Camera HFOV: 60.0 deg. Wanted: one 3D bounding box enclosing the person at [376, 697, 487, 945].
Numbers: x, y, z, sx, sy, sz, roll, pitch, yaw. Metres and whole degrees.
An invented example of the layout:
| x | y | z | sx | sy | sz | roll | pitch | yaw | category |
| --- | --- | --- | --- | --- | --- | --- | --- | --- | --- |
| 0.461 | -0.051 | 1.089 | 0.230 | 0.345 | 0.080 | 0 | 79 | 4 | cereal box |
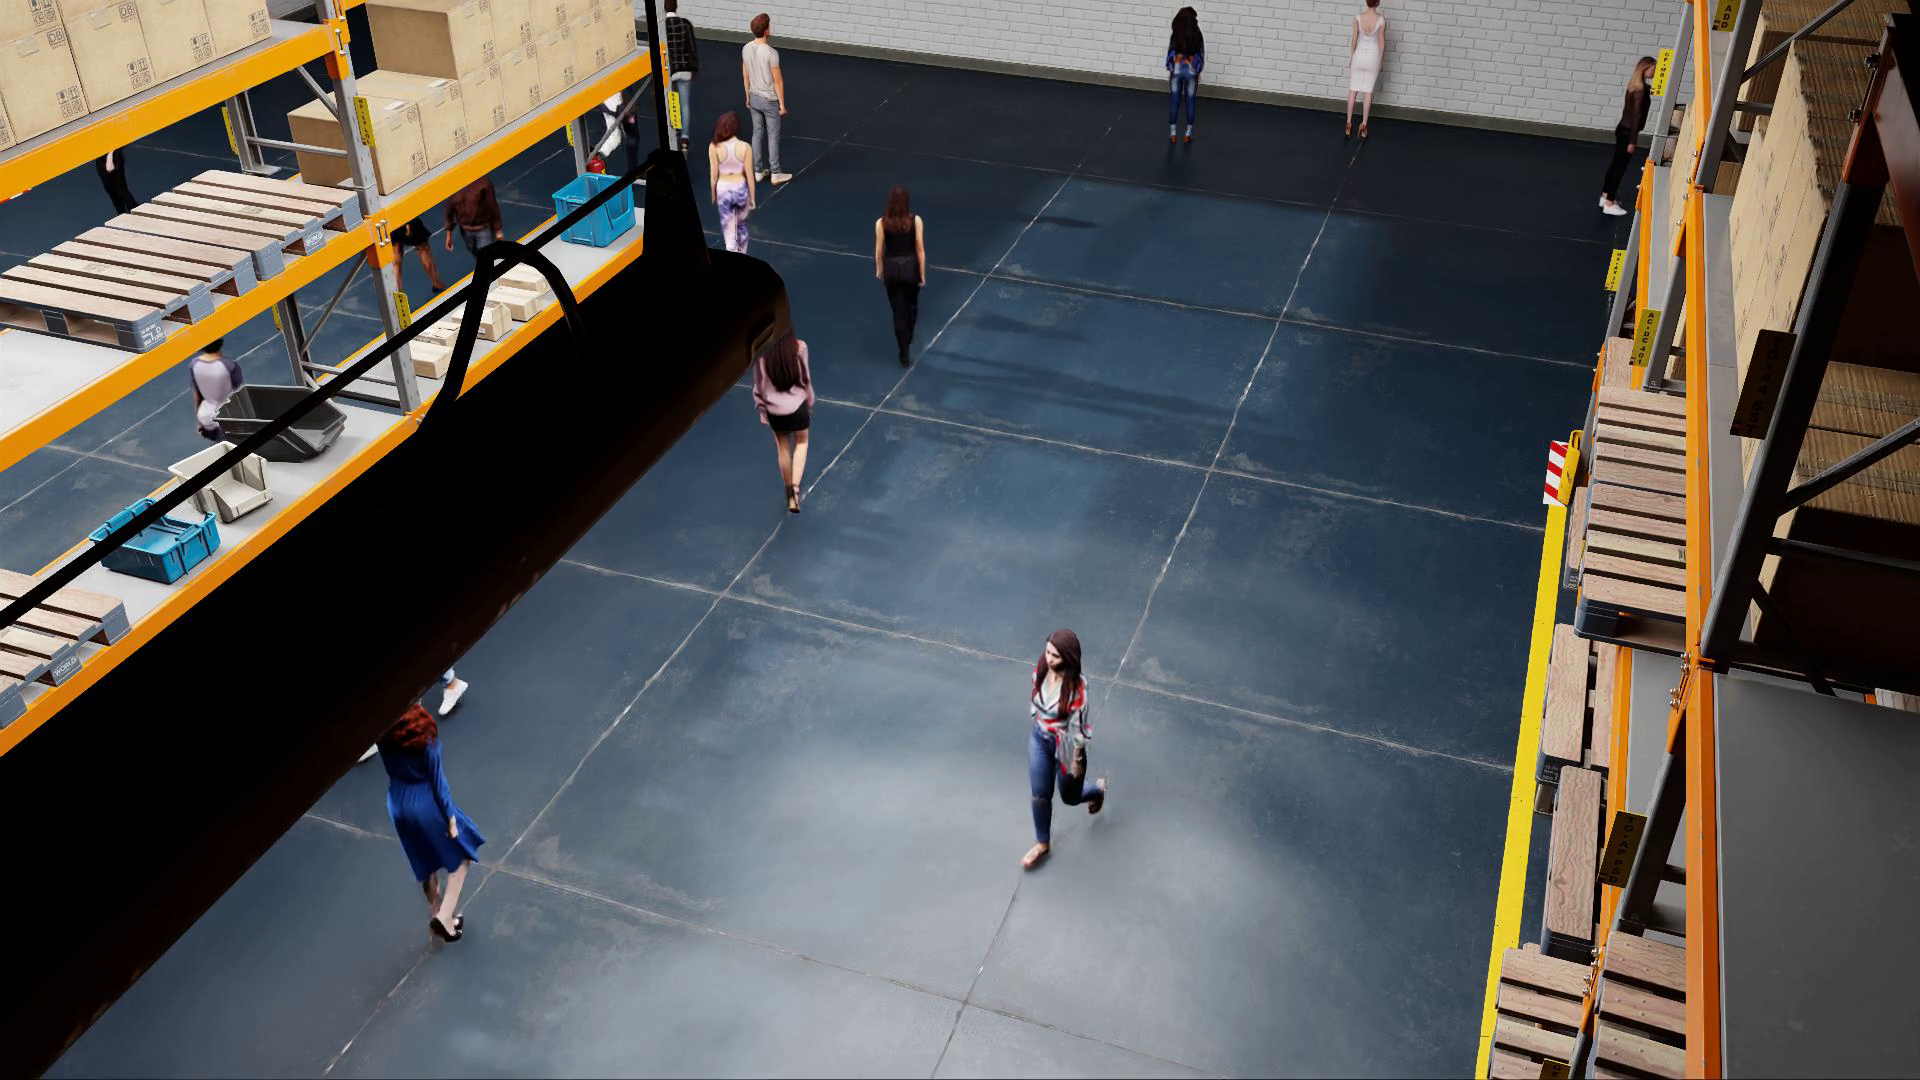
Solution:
| x | y | z | sx | sy | sz | roll | pitch | yaw | category |
| --- | --- | --- | --- | --- | --- | --- | --- | --- | --- |
| -2.951 | 1.542 | 8.974 | 0.616 | 1.816 | 0.685 | 13 | 36 | 18 | person |

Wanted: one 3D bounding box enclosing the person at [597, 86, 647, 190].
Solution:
| x | y | z | sx | sy | sz | roll | pitch | yaw | category |
| --- | --- | --- | --- | --- | --- | --- | --- | --- | --- |
| -3.842 | -4.734 | 18.364 | 0.860 | 1.874 | 1.122 | 22 | 39 | 29 | person |

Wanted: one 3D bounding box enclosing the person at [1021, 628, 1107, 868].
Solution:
| x | y | z | sx | sy | sz | roll | pitch | yaw | category |
| --- | --- | --- | --- | --- | --- | --- | --- | --- | --- |
| 0.631 | 1.177 | 9.721 | 0.810 | 1.598 | 1.019 | 27 | 42 | 35 | person |

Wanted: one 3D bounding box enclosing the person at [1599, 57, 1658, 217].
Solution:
| x | y | z | sx | sy | sz | roll | pitch | yaw | category |
| --- | --- | --- | --- | --- | --- | --- | --- | --- | --- |
| 7.222 | -4.385 | 17.994 | 0.687 | 1.702 | 0.483 | 6 | 34 | 9 | person |

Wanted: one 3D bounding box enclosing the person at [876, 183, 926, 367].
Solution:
| x | y | z | sx | sy | sz | roll | pitch | yaw | category |
| --- | --- | --- | --- | --- | --- | --- | --- | --- | --- |
| -0.519 | -2.352 | 14.965 | 0.811 | 1.669 | 0.959 | -4 | 34 | -6 | person |

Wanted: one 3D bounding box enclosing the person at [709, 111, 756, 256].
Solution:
| x | y | z | sx | sy | sz | roll | pitch | yaw | category |
| --- | --- | --- | --- | --- | --- | --- | --- | --- | --- |
| -2.225 | -3.307 | 16.346 | 1.027 | 1.733 | 1.199 | -10 | 35 | -14 | person |

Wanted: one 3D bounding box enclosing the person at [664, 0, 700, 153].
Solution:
| x | y | z | sx | sy | sz | roll | pitch | yaw | category |
| --- | --- | --- | --- | --- | --- | --- | --- | --- | --- |
| -3.313 | -5.424 | 19.490 | 1.055 | 1.777 | 1.320 | -4 | 34 | -6 | person |

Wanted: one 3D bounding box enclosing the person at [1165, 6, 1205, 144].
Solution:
| x | y | z | sx | sy | sz | roll | pitch | yaw | category |
| --- | --- | --- | --- | --- | --- | --- | --- | --- | --- |
| 2.674 | -5.551 | 19.828 | 0.613 | 1.615 | 0.561 | 8 | 35 | 12 | person |

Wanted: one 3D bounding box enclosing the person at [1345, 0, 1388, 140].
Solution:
| x | y | z | sx | sy | sz | roll | pitch | yaw | category |
| --- | --- | --- | --- | --- | --- | --- | --- | --- | --- |
| 4.843 | -5.701 | 19.892 | 0.592 | 1.793 | 0.516 | 17 | 37 | 24 | person |

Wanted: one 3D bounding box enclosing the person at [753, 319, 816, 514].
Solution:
| x | y | z | sx | sy | sz | roll | pitch | yaw | category |
| --- | --- | --- | --- | --- | --- | --- | --- | --- | --- |
| -1.332 | -0.936 | 12.721 | 0.776 | 1.797 | 0.905 | 0 | 34 | 0 | person |

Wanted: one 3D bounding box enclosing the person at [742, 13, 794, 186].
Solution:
| x | y | z | sx | sy | sz | roll | pitch | yaw | category |
| --- | --- | --- | --- | --- | --- | --- | --- | --- | --- |
| -2.195 | -4.946 | 18.664 | 0.707 | 1.896 | 0.596 | 17 | 37 | 24 | person |
